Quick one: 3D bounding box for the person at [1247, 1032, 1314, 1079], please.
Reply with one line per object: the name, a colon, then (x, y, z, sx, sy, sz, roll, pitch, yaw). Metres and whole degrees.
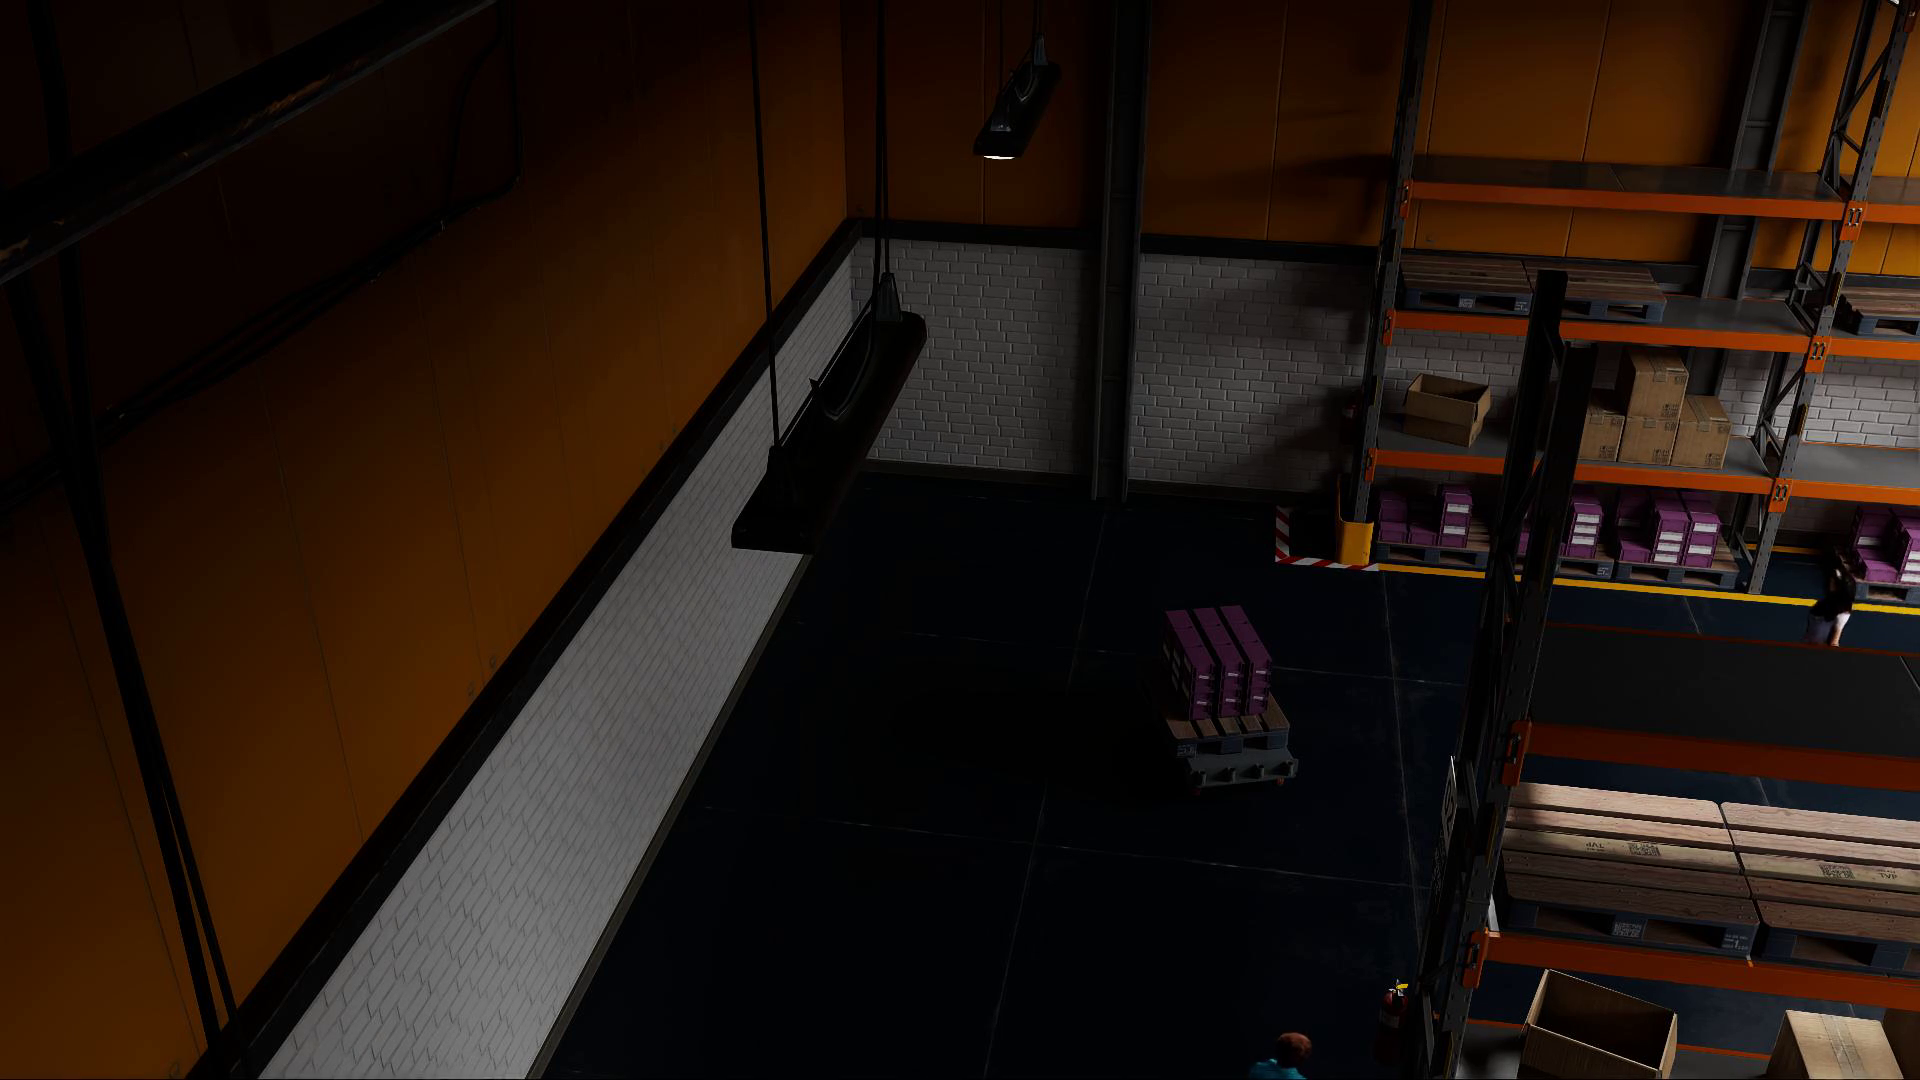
person: (1.841, 3.564, 9.990, 0.871, 1.419, 0.637, 5, 29, 9)
